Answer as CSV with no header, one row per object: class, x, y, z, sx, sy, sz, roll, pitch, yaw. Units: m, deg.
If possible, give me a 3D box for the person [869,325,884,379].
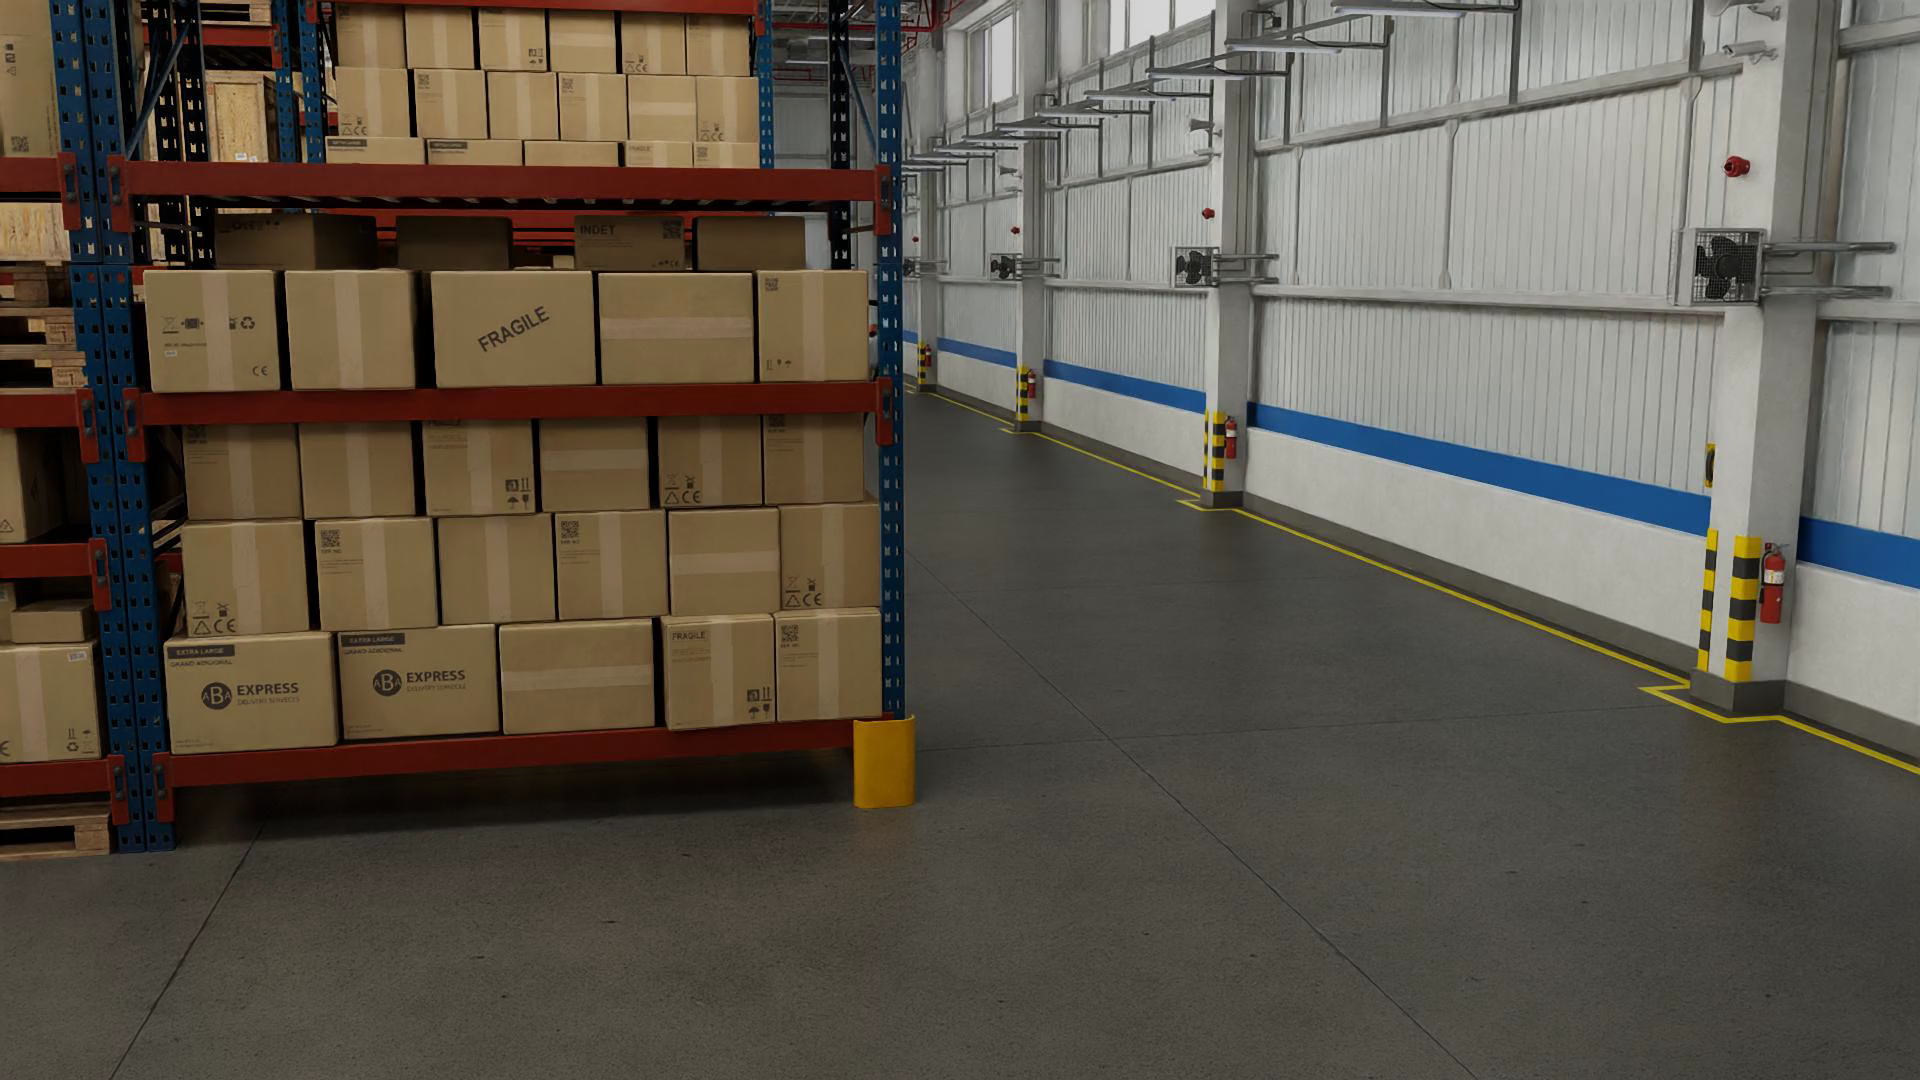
person,-1.992,-4.092,38.310,0.566,1.714,0.879,-2,10,-12
